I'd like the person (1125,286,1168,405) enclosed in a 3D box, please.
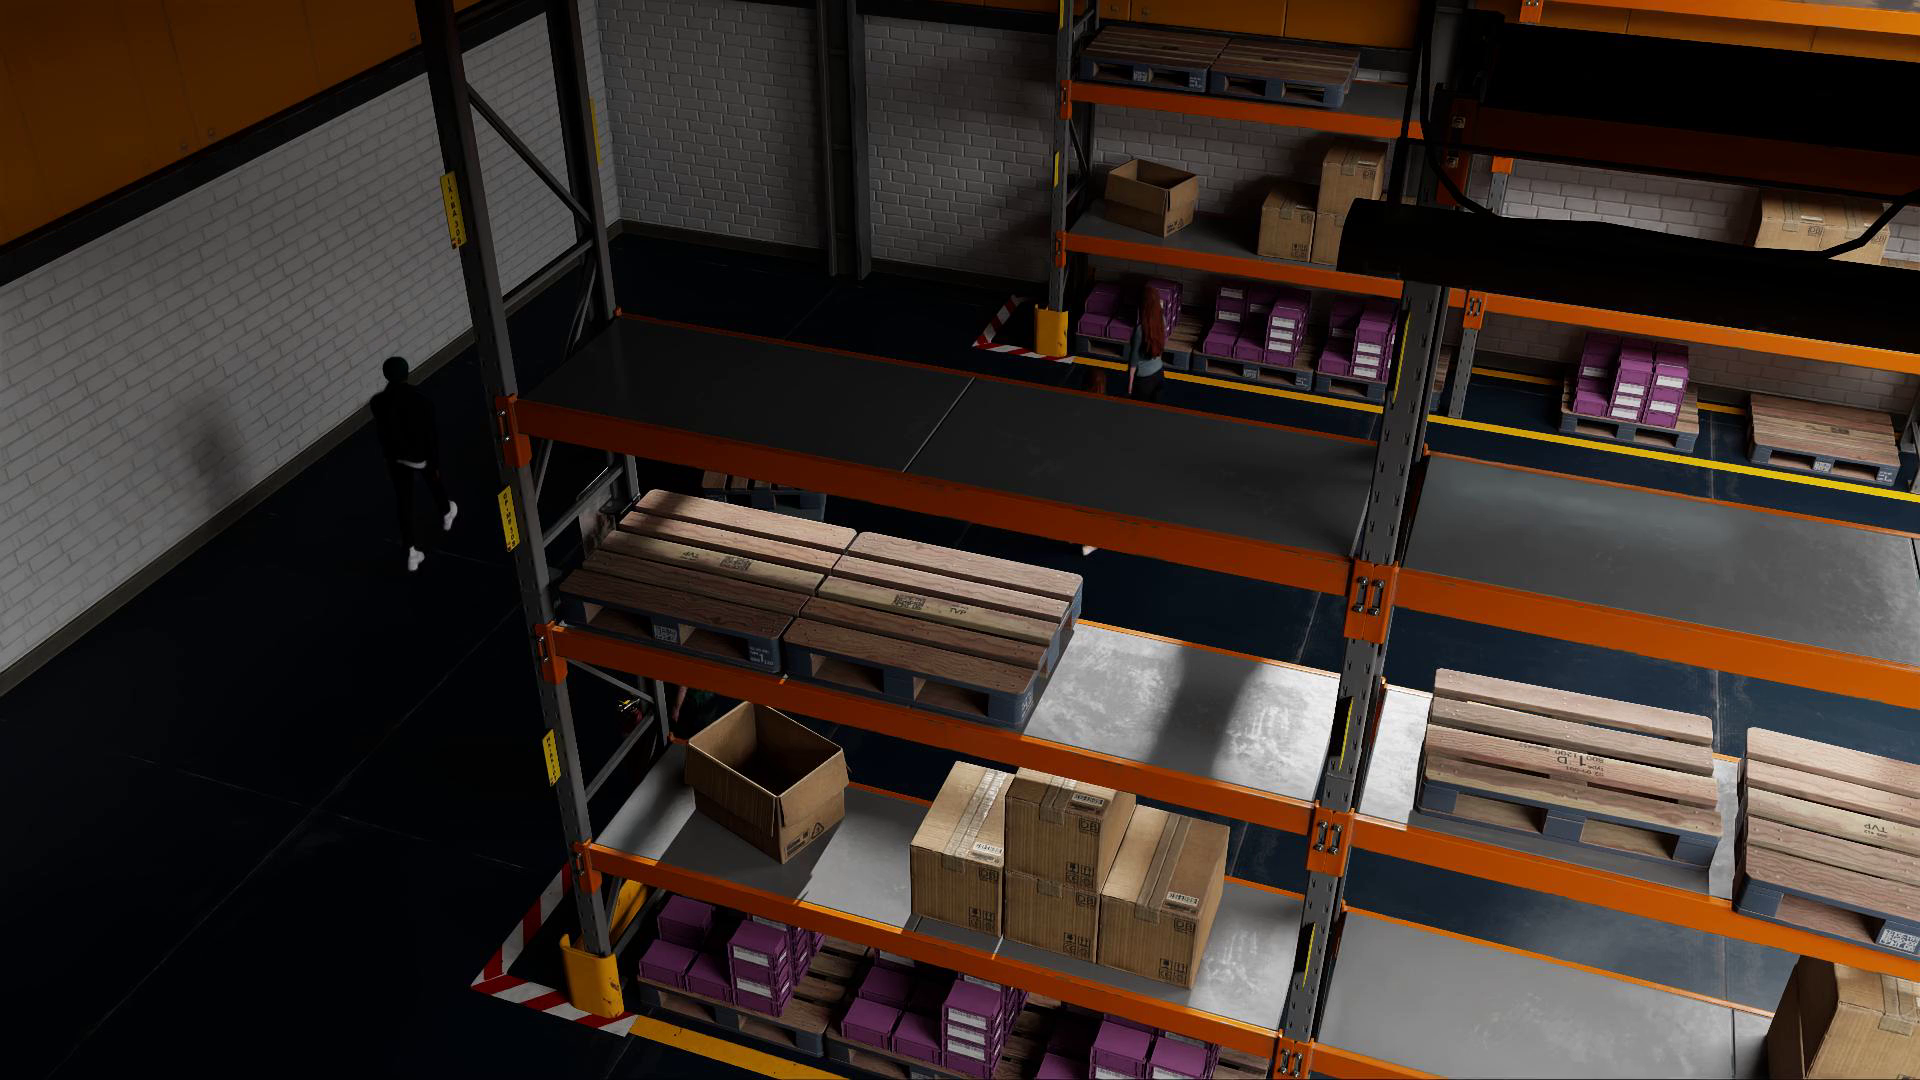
[{"bbox_3d":[1.645,-1.408,14.625,0.639,1.739,0.652,-29,43,-36],"label":"person"}]

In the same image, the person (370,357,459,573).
[{"bbox_3d":[-4.446,-0.599,13.375,1.260,1.774,1.087,-2,34,-4],"label":"person"}]

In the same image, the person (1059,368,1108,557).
[{"bbox_3d":[1.012,-0.584,13.404,0.738,1.719,0.784,29,43,36],"label":"person"}]
